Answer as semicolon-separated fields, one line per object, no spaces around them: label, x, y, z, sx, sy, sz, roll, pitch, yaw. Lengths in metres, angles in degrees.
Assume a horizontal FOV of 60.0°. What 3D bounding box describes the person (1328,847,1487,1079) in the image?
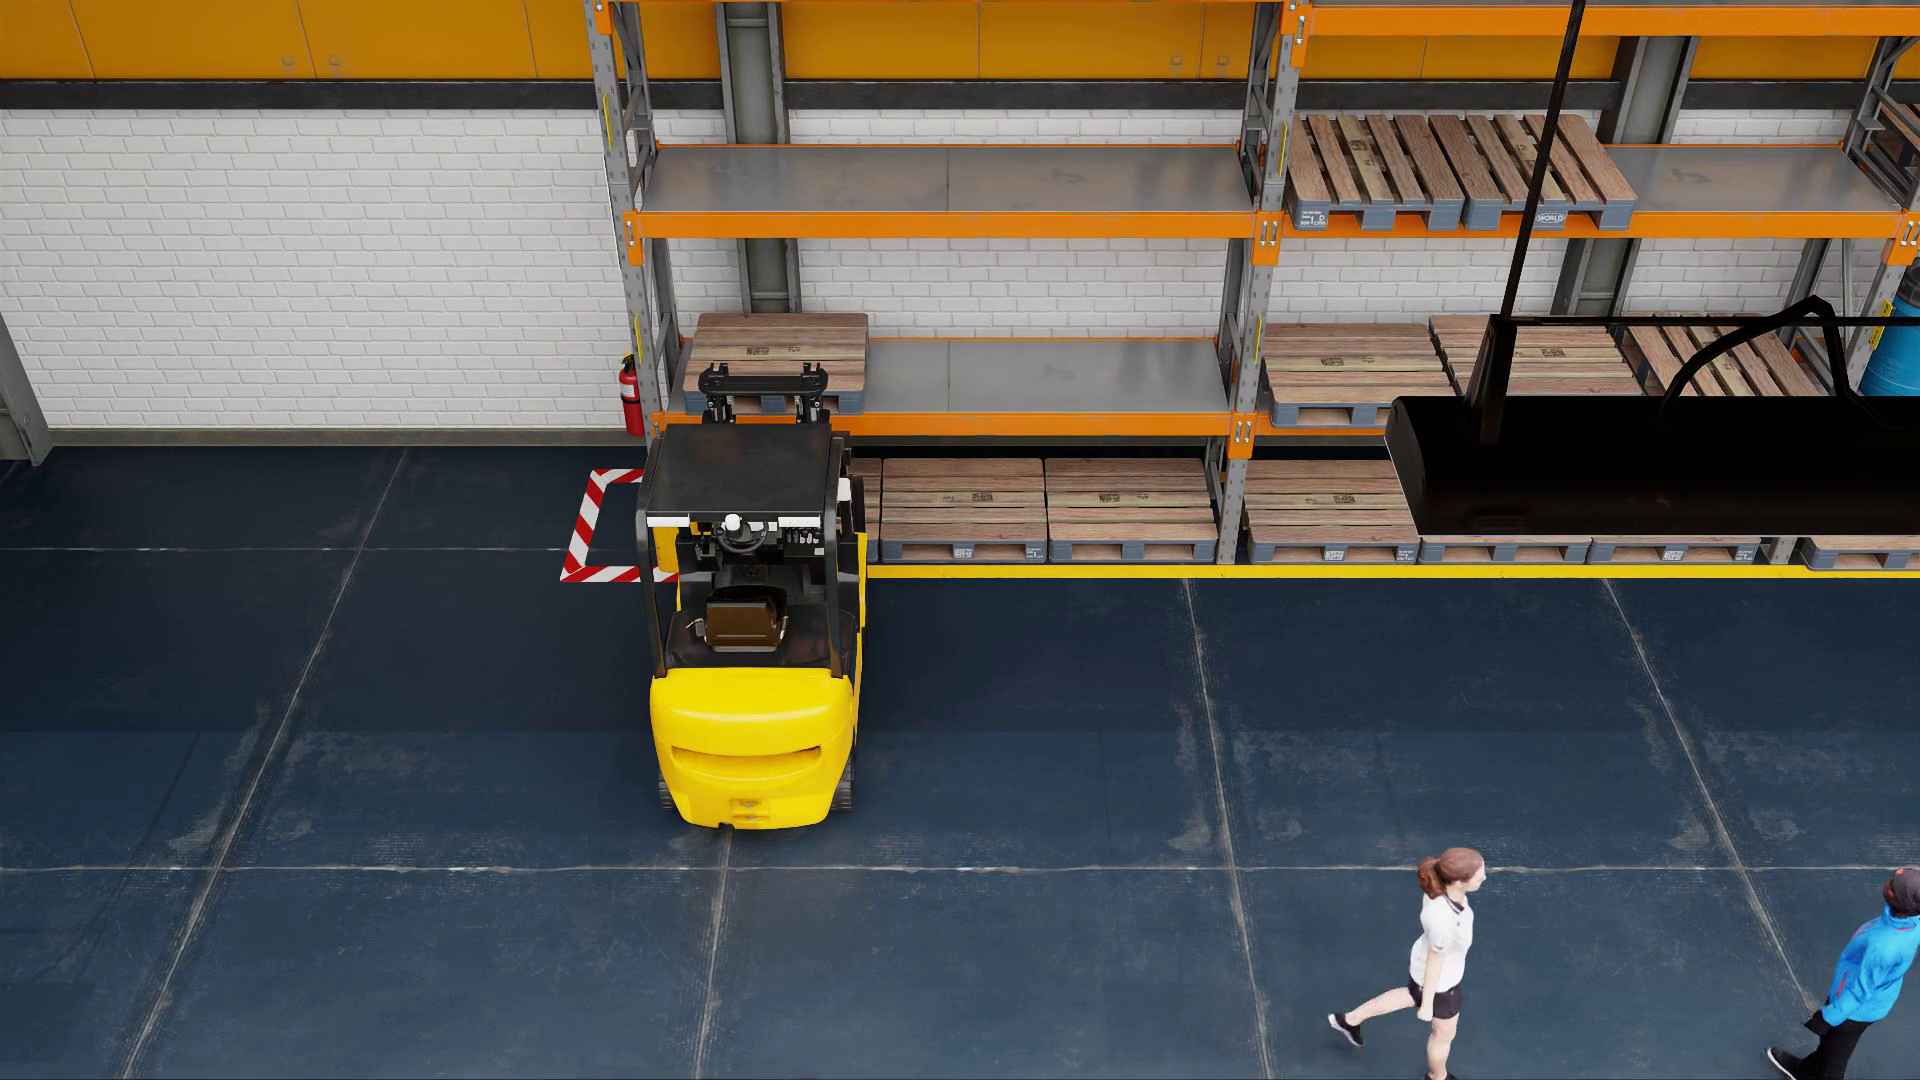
person;2.264;2.116;8.201;1.070;1.730;0.754;9;40;11

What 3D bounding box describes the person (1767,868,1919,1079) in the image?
person;4.362;2.222;8.015;0.791;1.797;0.735;30;47;32
